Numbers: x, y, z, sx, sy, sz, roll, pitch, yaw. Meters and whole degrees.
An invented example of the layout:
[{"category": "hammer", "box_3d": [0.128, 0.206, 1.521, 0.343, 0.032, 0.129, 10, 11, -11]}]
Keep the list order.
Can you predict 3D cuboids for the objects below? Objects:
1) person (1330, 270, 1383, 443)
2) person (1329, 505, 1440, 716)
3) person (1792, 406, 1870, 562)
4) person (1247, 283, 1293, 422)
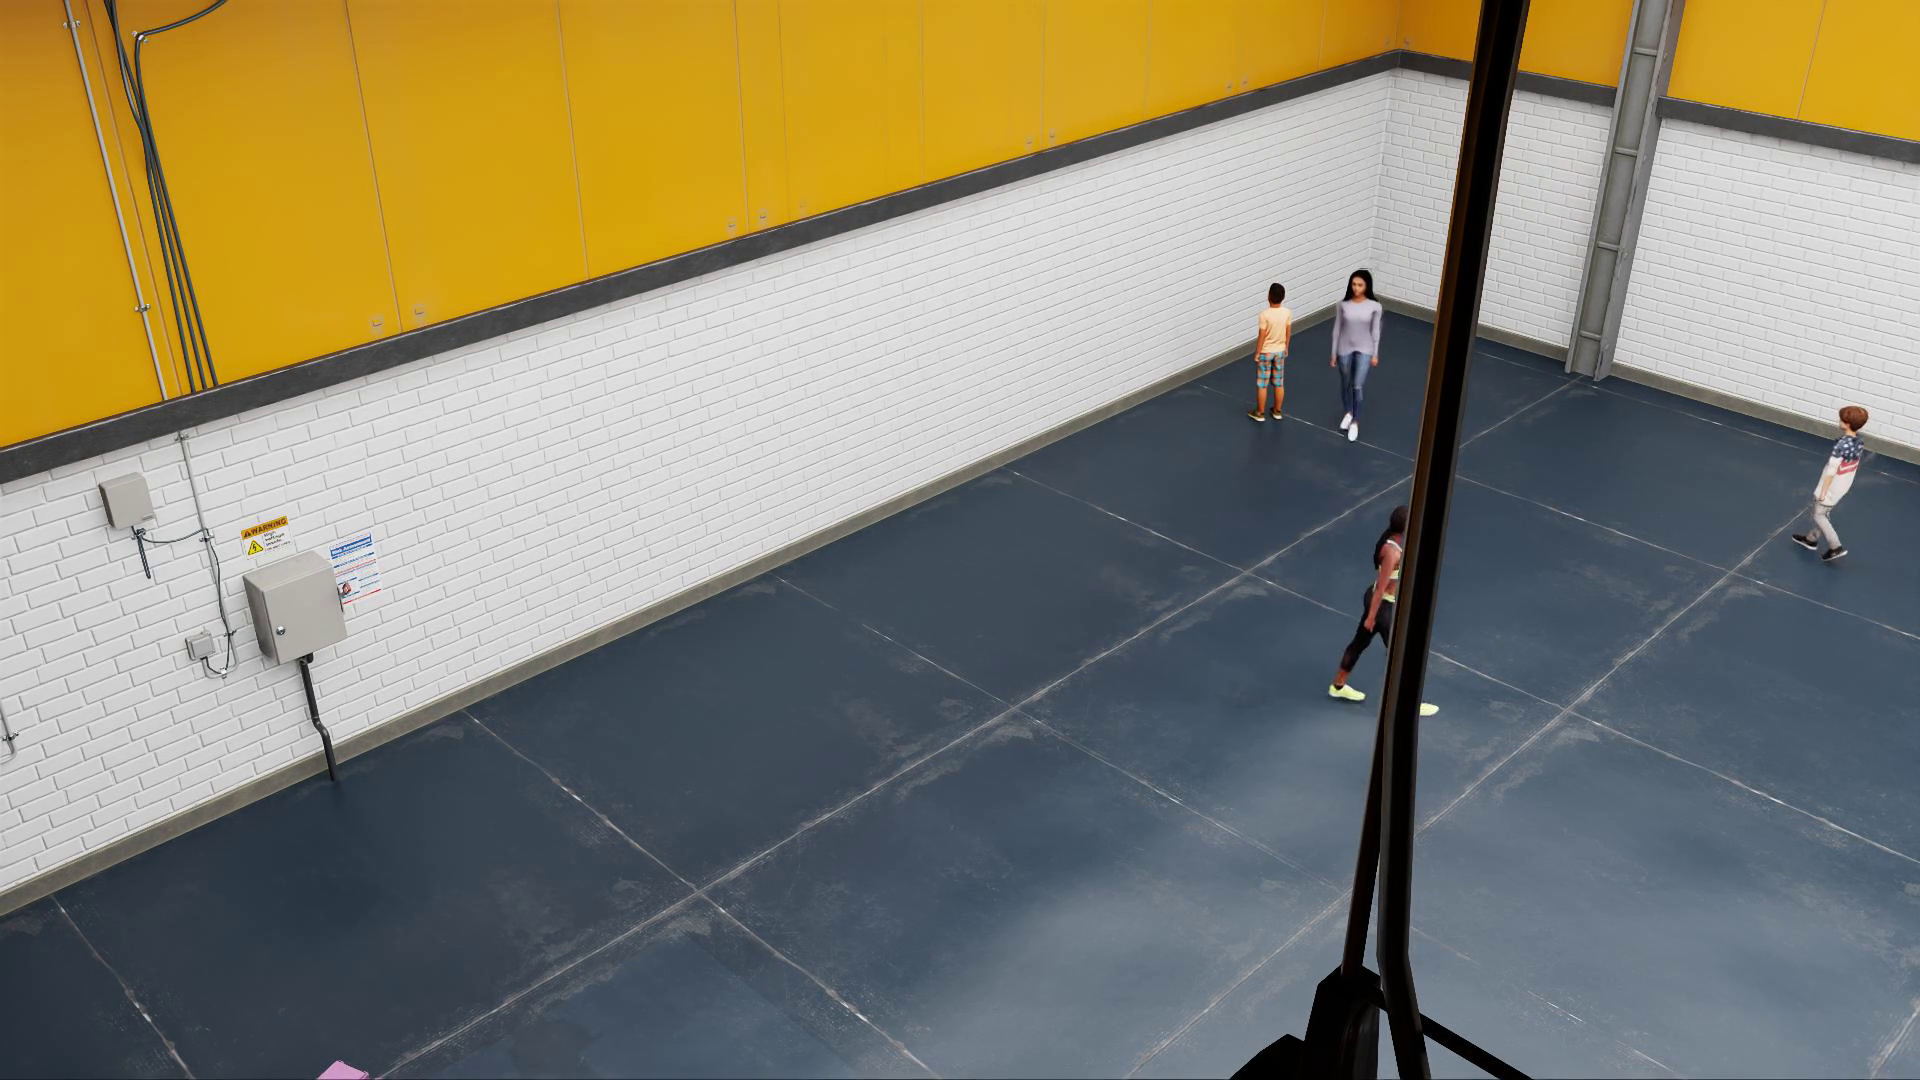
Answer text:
[{"category": "person", "box_3d": [4.002, -1.923, 16.784, 0.833, 1.718, 0.831, 12, 31, 20]}, {"category": "person", "box_3d": [3.032, 0.502, 12.341, 1.118, 1.715, 0.906, 7, 29, 13]}, {"category": "person", "box_3d": [7.636, -0.481, 14.439, 0.649, 1.431, 0.860, -16, 32, -26]}, {"category": "person", "box_3d": [3.197, -1.930, 17.065, 0.597, 1.461, 0.602, -9, 30, -16]}]
